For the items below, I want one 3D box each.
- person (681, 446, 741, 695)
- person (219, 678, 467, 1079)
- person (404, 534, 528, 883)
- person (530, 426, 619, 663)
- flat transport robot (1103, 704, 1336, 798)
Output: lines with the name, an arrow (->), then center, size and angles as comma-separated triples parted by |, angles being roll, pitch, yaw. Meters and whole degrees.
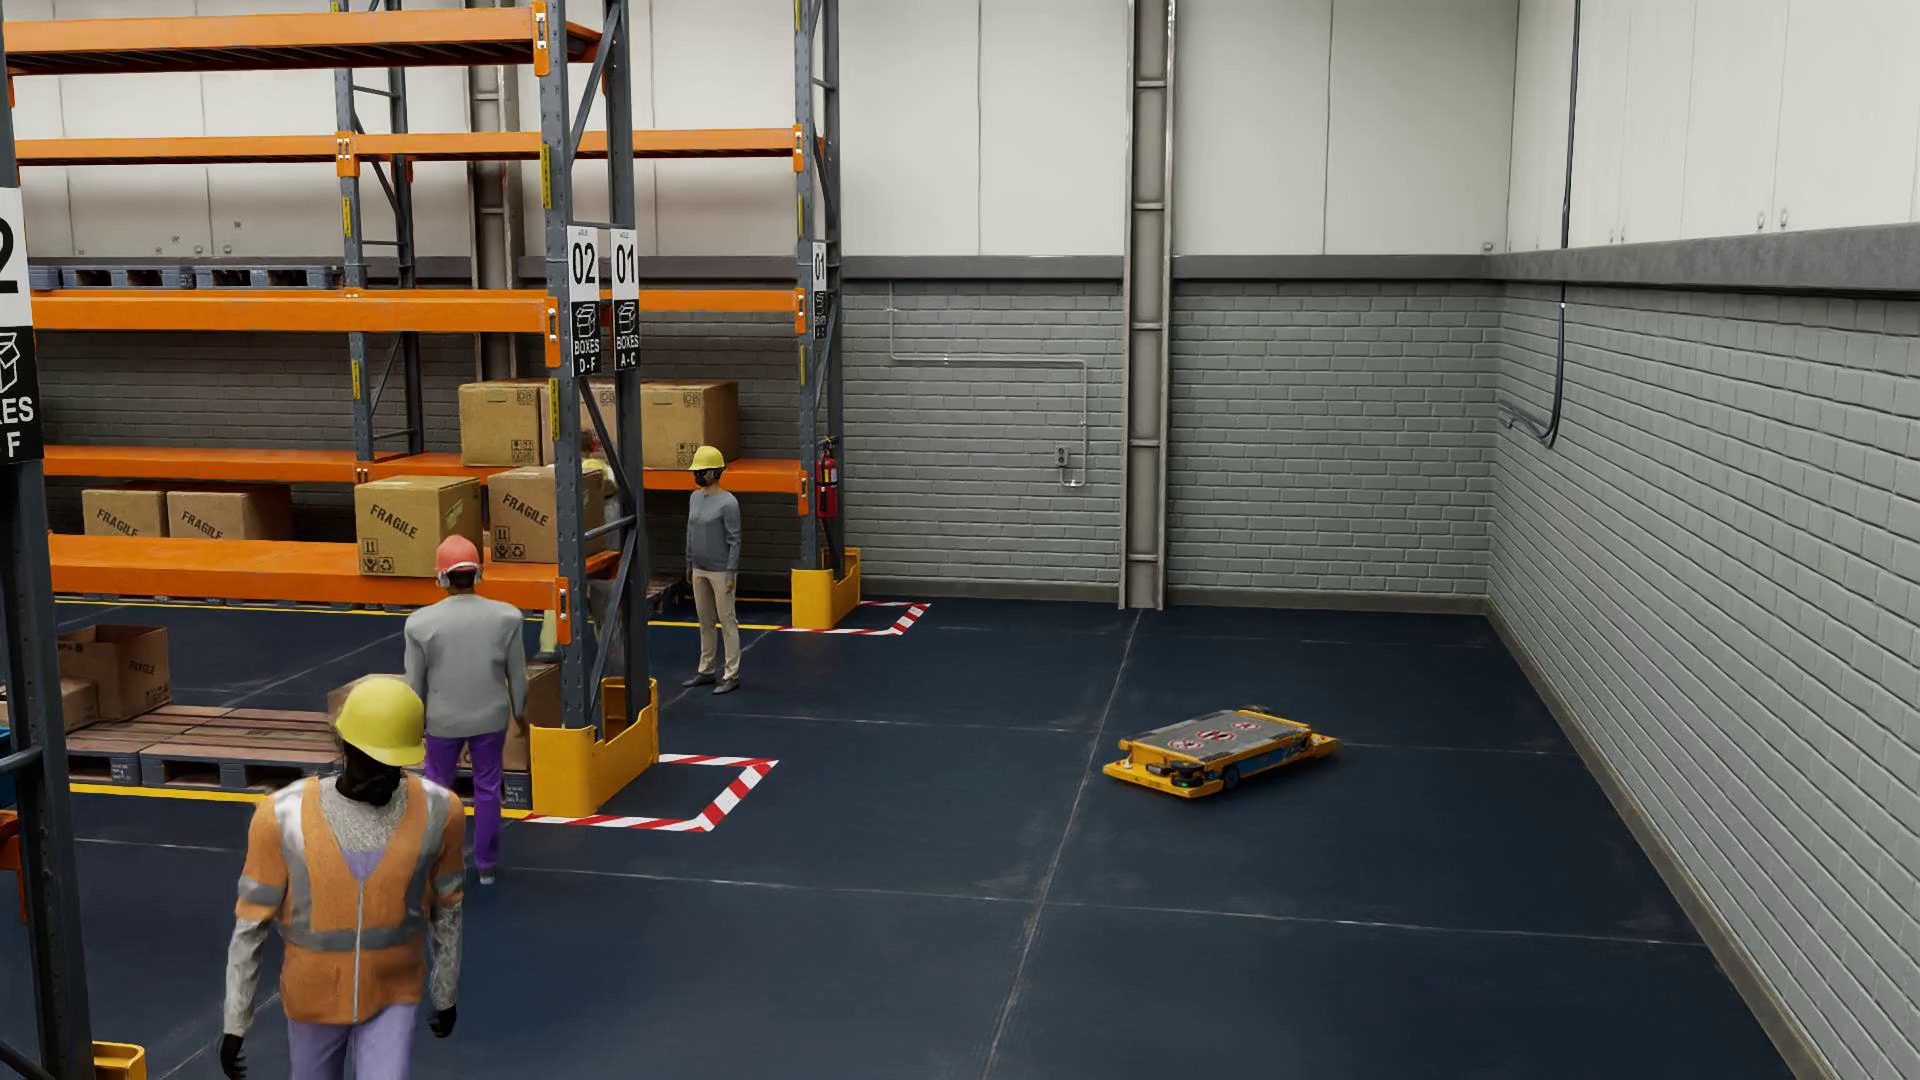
person -> -1.769, 0.210, 11.834 | 0.522, 1.769, 0.311 | 8, 12, 40
person -> -1.781, 1.282, 4.861 | 0.683, 1.868, 0.927 | -3, 10, -21
person -> -2.377, 0.833, 8.023 | 0.588, 1.742, 0.457 | -4, 10, -21
person -> -2.922, 0.055, 12.646 | 0.788, 1.819, 0.539 | -3, 10, -19
flat transport robot -> 1.578, 1.250, 10.001 | 1.431, 0.197, 0.652 | -9, 12, -43
